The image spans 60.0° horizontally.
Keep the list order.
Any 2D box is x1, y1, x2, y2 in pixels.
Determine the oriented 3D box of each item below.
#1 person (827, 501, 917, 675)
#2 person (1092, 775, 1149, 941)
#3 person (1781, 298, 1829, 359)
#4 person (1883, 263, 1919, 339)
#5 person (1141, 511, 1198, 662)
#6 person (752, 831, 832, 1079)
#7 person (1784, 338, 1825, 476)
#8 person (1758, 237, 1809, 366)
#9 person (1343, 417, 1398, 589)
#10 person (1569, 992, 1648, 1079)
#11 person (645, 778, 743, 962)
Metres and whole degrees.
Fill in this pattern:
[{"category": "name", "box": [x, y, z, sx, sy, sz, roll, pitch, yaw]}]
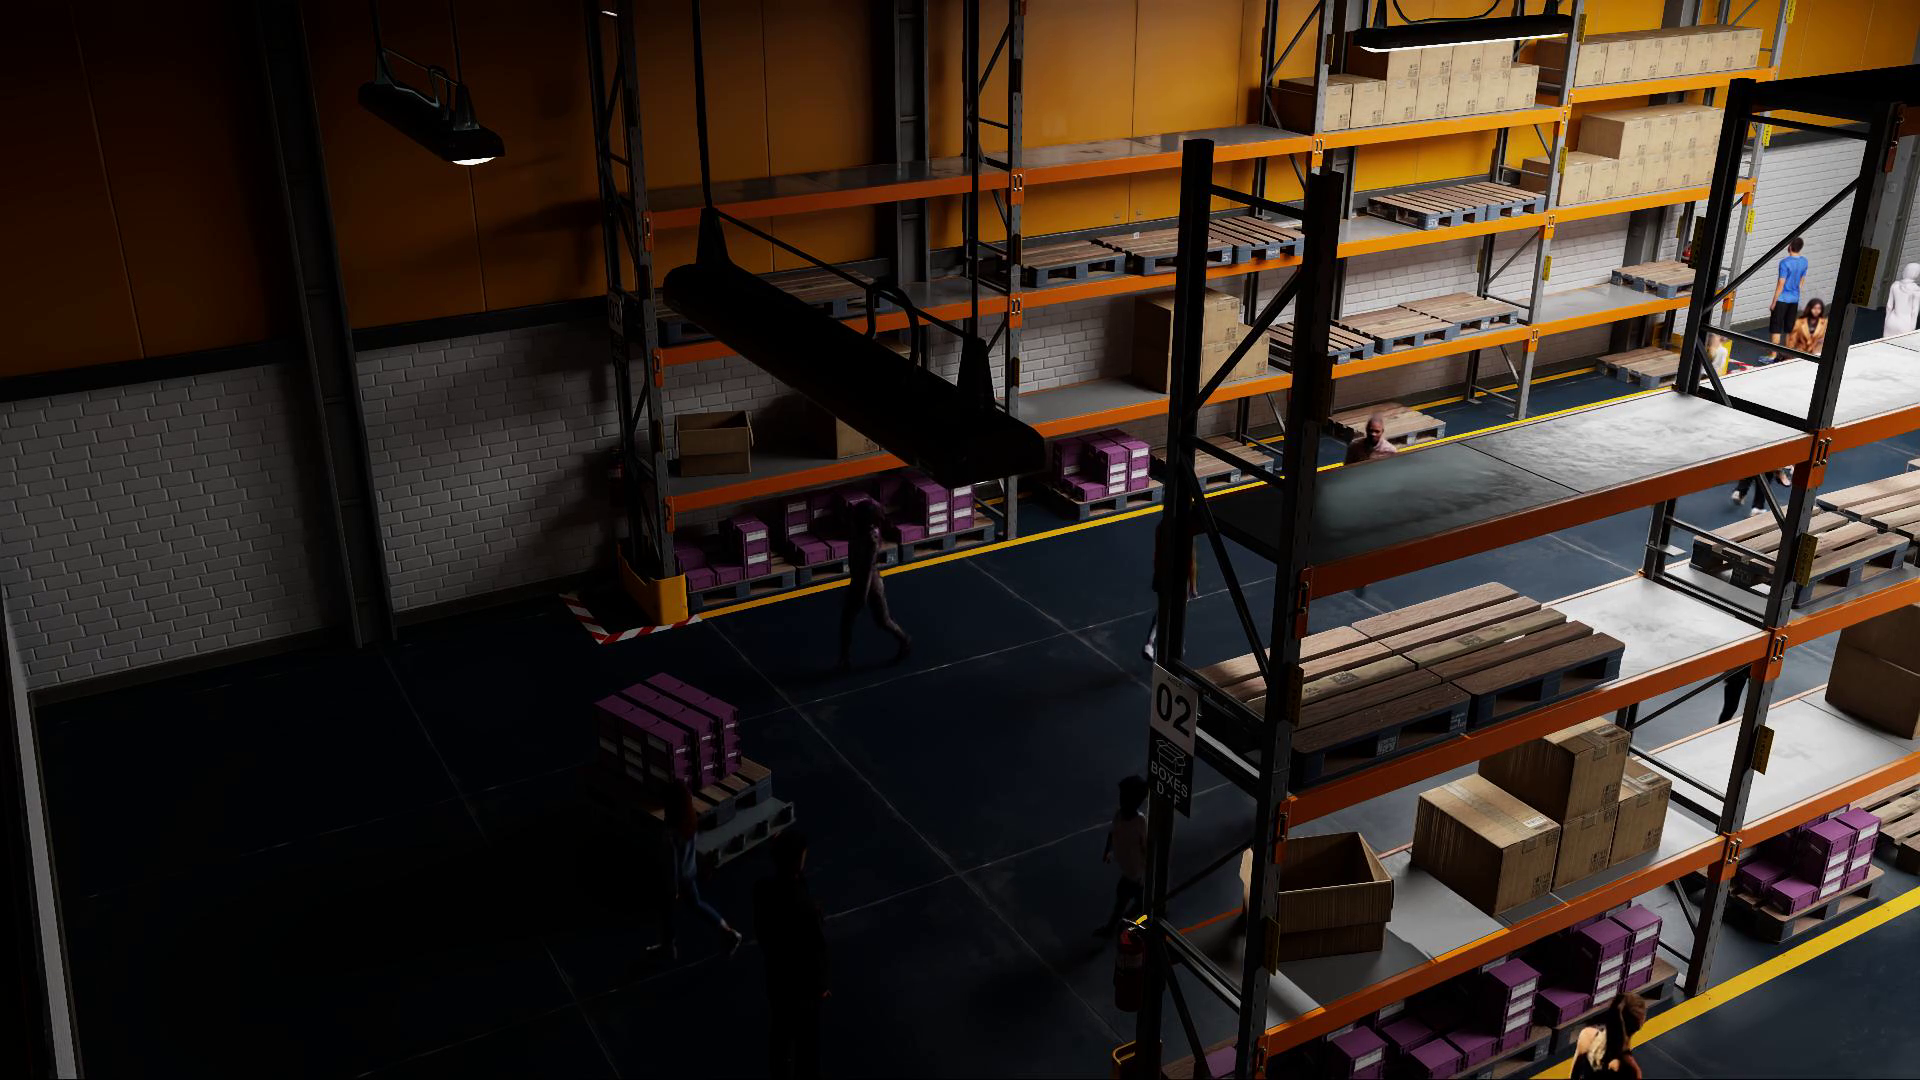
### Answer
[{"category": "person", "box": [-0.778, 0.448, 15.421, 1.134, 1.678, 0.608, -15, 28, -31]}, {"category": "person", "box": [1.263, 2.231, 11.903, 0.876, 1.228, 0.579, -19, 30, -36]}, {"category": "person", "box": [11.021, -2.308, 21.719, 1.122, 1.684, 1.205, 8, 25, 17]}, {"category": "person", "box": [13.053, -2.976, 23.130, 0.517, 1.777, 0.605, -12, 26, -26]}, {"category": "person", "box": [1.941, 0.410, 15.429, 0.785, 1.740, 0.966, 17, 29, 34]}, {"category": "person", "box": [-1.017, 2.622, 10.113, 0.763, 1.945, 0.700, 21, 31, 39]}, {"category": "person", "box": [10.276, -1.629, 20.140, 0.706, 1.704, 0.672, 4, 24, 8]}, {"category": "person", "box": [12.005, -3.473, 24.156, 0.566, 1.866, 0.720, -7, 25, -16]}, {"category": "person", "box": [4.256, -0.461, 17.377, 1.048, 1.775, 1.169, 11, 26, 24]}, {"category": "person", "box": [3.348, 3.205, 8.934, 1.120, 1.821, 0.665, -10, 26, -22]}, {"category": "person", "box": [-1.860, 2.301, 11.458, 1.000, 1.456, 0.937, 6, 24, 13]}]
